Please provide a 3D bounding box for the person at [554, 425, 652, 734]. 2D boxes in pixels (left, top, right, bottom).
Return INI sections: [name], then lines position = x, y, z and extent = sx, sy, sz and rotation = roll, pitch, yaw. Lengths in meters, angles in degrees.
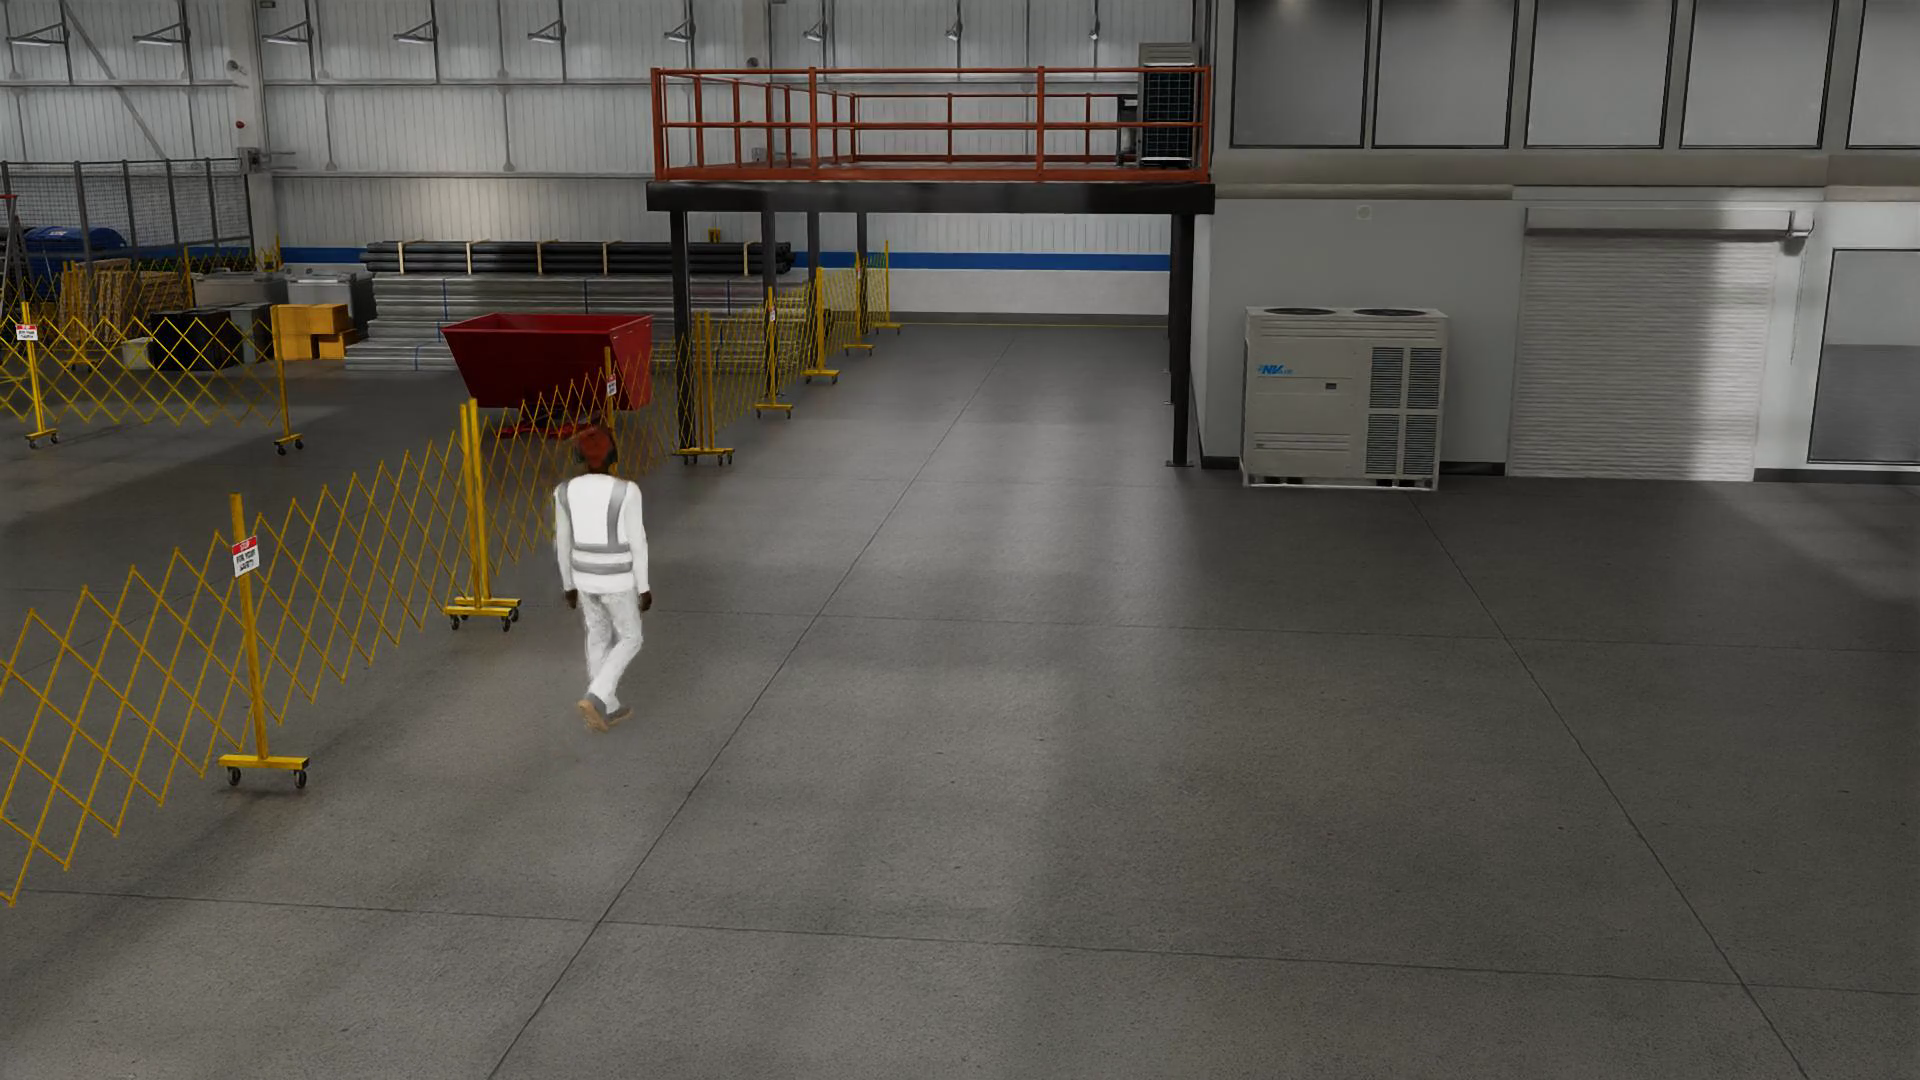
[person]
position = -2.131, 0.260, 9.834
extent = 0.592, 1.869, 0.594
rotation = 5, 15, 19
